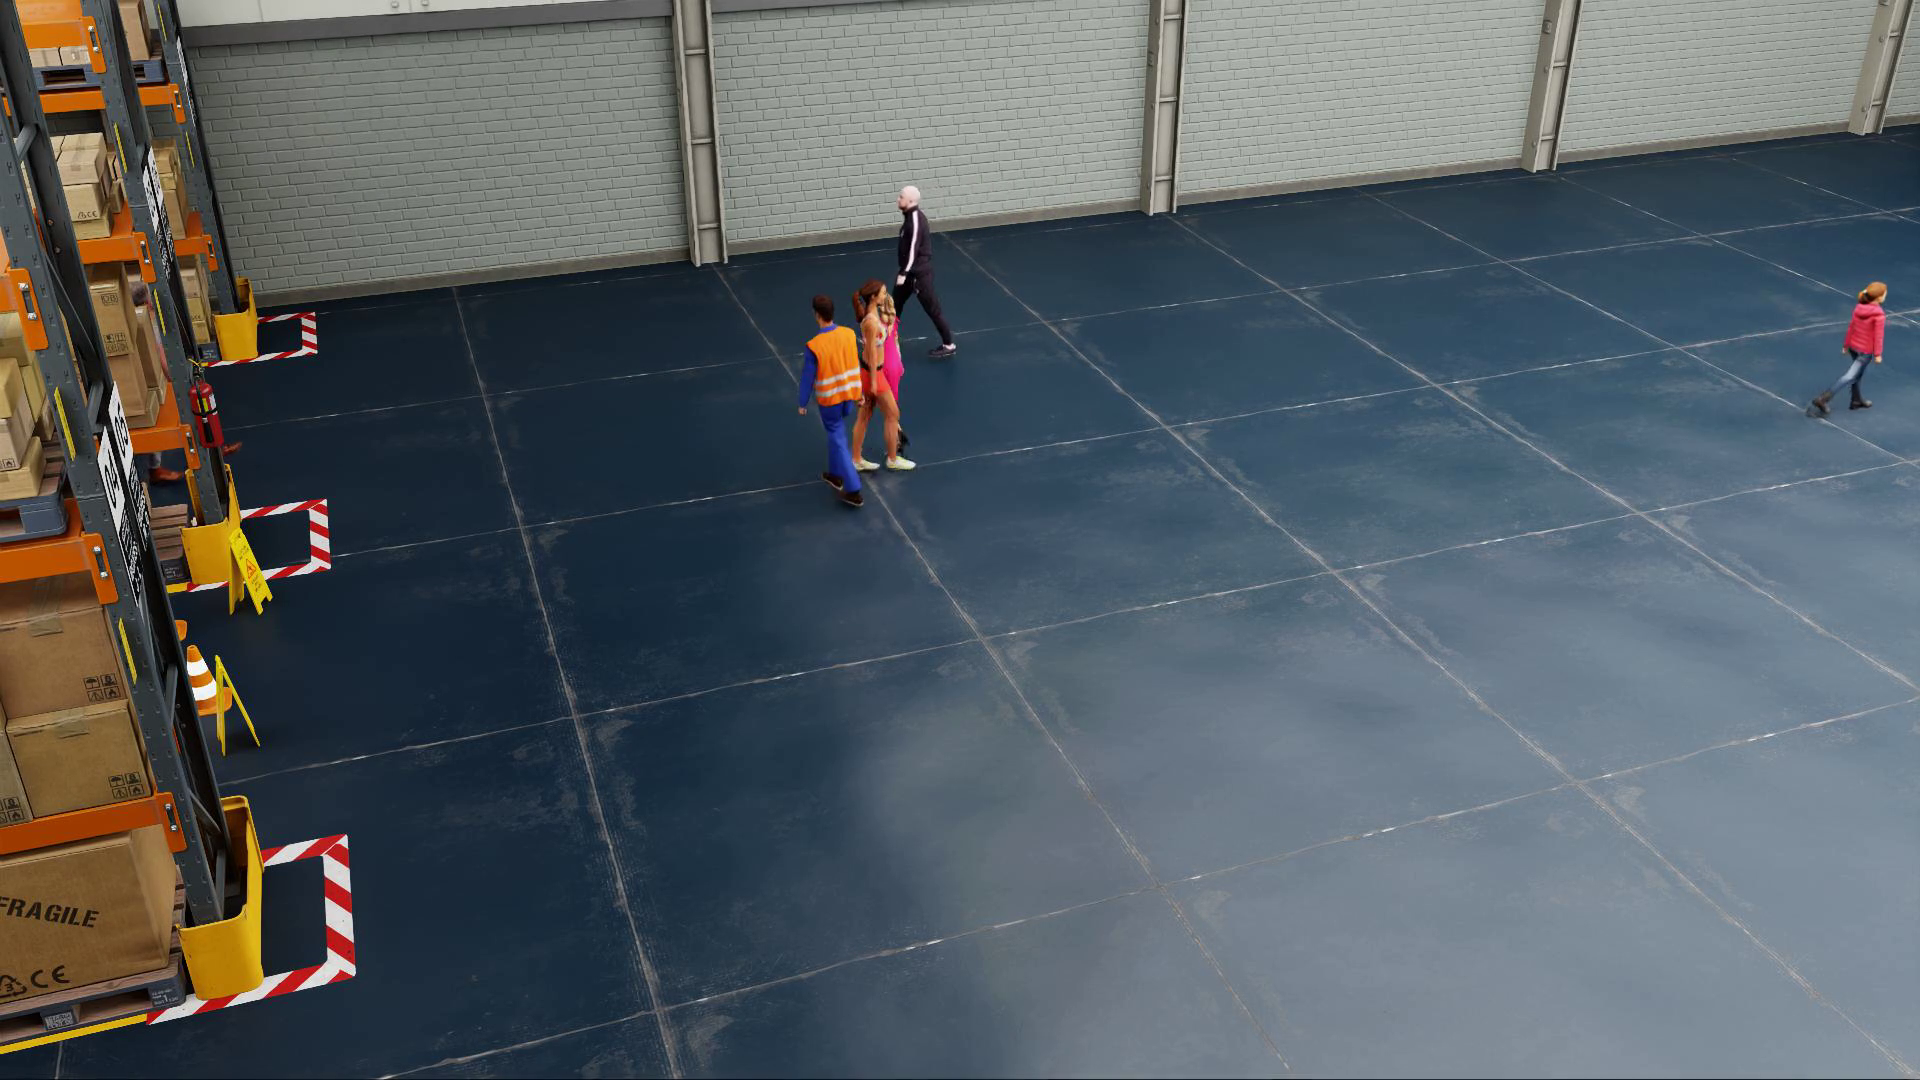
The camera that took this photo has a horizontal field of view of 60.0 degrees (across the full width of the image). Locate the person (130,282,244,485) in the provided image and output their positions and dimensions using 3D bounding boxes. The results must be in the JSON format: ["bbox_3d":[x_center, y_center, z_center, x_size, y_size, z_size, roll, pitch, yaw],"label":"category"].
[{"bbox_3d":[-6.990,-1.321,14.329,1.083,1.796,0.779,-14,31,-24],"label":"person"}]

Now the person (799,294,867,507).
[{"bbox_3d":[-0.990,-1.121,13.917,0.939,1.830,0.952,-22,35,-35],"label":"person"}]

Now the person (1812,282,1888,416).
[{"bbox_3d":[8.461,-1.782,15.734,0.961,1.290,0.658,-3,28,-5],"label":"person"}]

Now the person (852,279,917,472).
[{"bbox_3d":[-0.858,-1.407,14.516,0.837,1.772,0.660,-7,29,-12],"label":"person"}]

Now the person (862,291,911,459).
[{"bbox_3d":[-0.589,-1.457,14.692,0.822,1.695,0.764,14,31,25],"label":"person"}]

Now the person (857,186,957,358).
[{"bbox_3d":[-0.333,-2.659,16.871,1.276,1.769,0.816,-5,28,-9],"label":"person"}]
